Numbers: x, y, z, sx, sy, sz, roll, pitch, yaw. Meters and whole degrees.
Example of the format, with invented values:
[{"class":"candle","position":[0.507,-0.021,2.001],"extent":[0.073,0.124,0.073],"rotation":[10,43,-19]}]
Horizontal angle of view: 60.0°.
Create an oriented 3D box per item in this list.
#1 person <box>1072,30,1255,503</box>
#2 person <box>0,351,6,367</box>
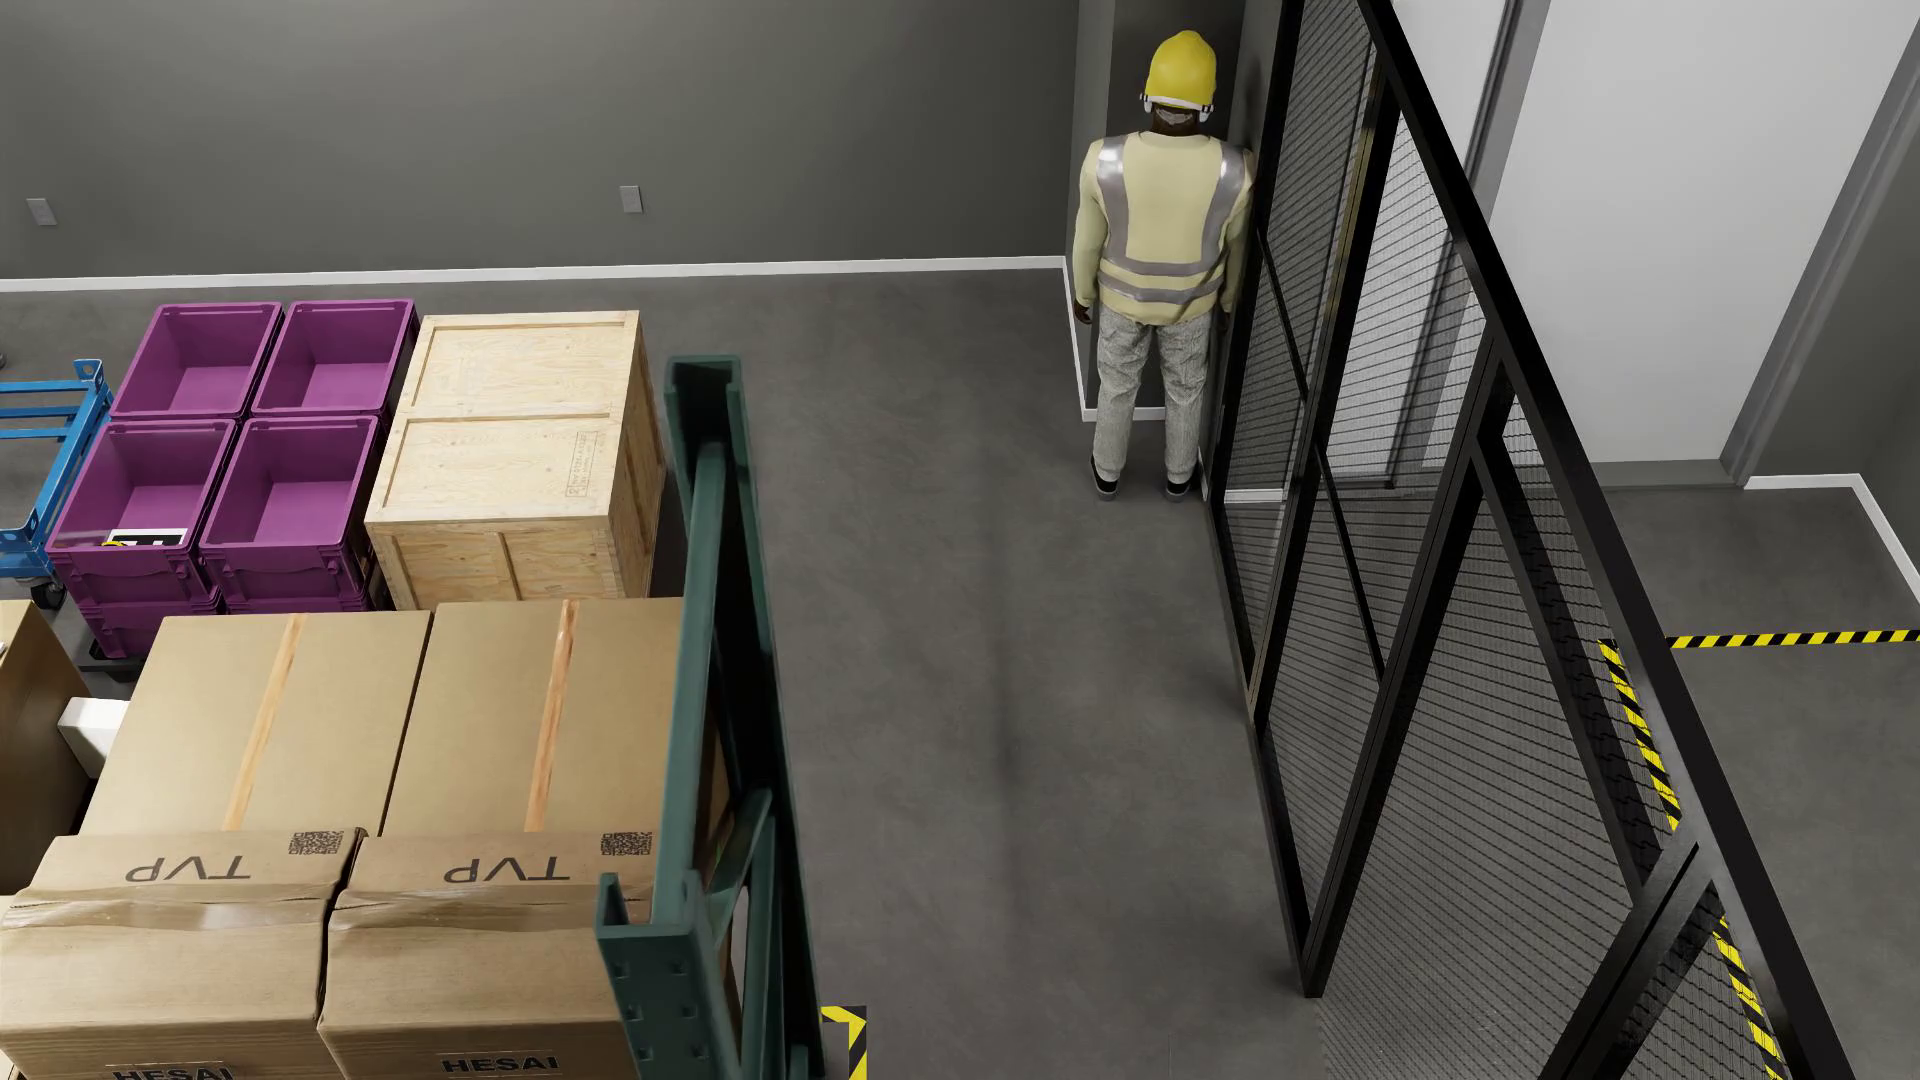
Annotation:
[{"class":"person","position":[0.678,-0.867,5.657],"extent":[0.600,1.829,0.404],"rotation":[4,46,4]},{"class":"person","position":[-4.022,-1.273,5.972],"extent":[0.355,1.937,0.635],"rotation":[-3,46,-3]}]
